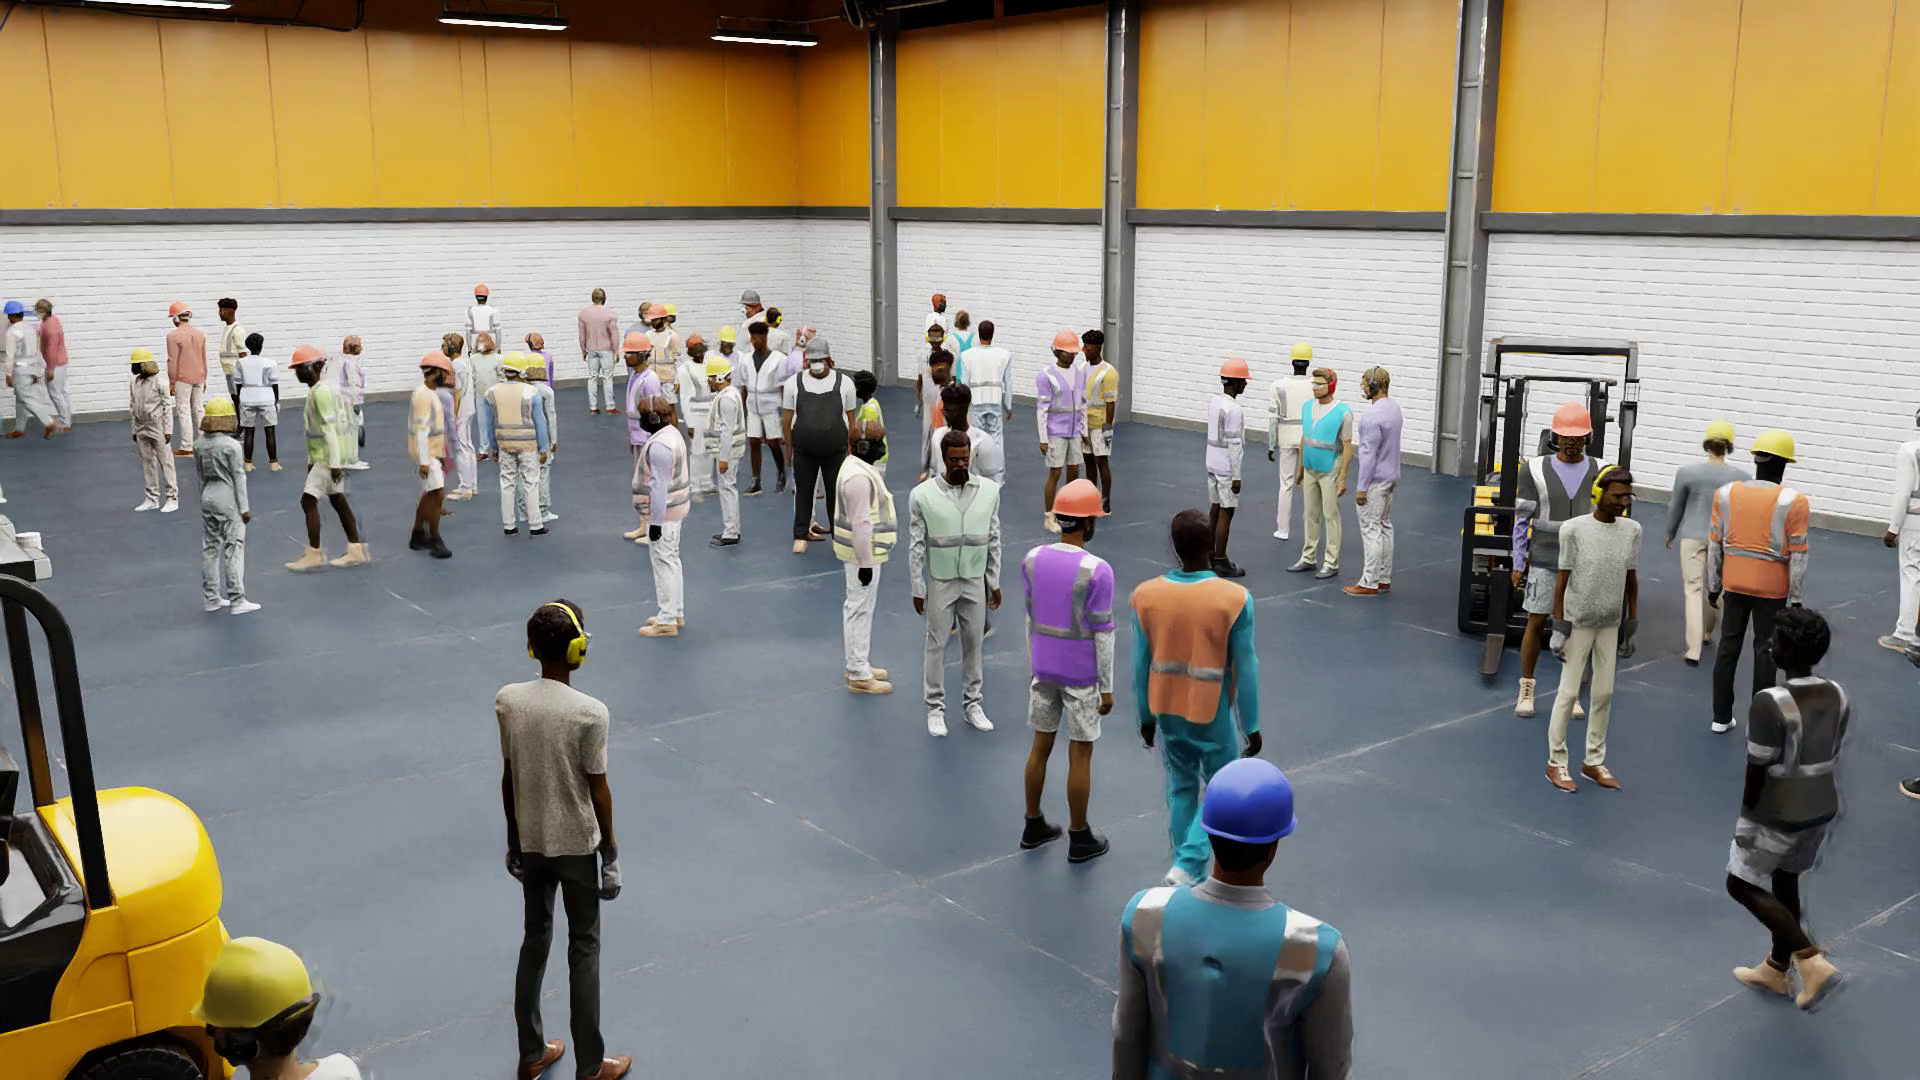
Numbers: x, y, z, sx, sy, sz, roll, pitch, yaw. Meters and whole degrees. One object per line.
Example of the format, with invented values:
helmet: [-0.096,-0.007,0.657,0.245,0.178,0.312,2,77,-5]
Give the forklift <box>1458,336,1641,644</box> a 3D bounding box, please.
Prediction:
forklift: [4.683,-0.471,13.136,1.214,2.155,2.313,4,12,20]

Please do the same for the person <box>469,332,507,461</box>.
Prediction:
person: [-5.917,-1.783,20.878,0.526,1.628,0.278,2,12,11]

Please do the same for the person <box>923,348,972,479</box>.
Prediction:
person: [-0.112,-0.803,15.397,0.467,1.921,0.651,-6,13,-25]

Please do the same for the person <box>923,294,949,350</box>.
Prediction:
person: [-0.332,-2.715,24.723,0.340,1.883,0.586,-7,13,-29]

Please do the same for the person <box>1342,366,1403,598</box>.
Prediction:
person: [3.461,-0.481,13.845,0.385,1.929,0.635,8,14,33]

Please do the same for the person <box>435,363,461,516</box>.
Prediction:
person: [-5.386,-1.035,17.260,0.380,1.605,0.530,-10,15,-39]

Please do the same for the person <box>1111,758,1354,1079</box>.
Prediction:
person: [0.691,1.496,4.236,0.618,1.945,0.394,5,13,25]

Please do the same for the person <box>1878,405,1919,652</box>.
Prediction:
person: [7.038,-0.107,12.131,0.575,1.883,0.356,-2,12,-7]

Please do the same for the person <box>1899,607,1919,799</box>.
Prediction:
person: [5.483,0.489,9.072,0.600,1.958,0.387,0,12,-2]

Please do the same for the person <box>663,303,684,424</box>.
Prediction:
person: [-4.235,-2.564,24.287,0.312,1.768,0.529,3,12,13]

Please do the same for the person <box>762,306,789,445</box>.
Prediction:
person: [-2.504,-2.185,22.248,0.524,1.857,0.337,4,12,18]

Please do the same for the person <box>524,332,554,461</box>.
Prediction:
person: [-5.277,-1.780,20.830,0.313,1.630,0.528,7,14,30]

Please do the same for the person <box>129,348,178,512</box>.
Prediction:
person: [-8.530,-1.155,17.535,0.489,1.743,0.322,4,12,17]

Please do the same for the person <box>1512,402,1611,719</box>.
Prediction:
person: [3.829,0.138,10.563,0.616,2.041,0.380,2,12,9]

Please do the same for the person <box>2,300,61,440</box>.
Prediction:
person: [-12.753,-2.309,22.697,0.852,1.920,0.619,0,12,1]

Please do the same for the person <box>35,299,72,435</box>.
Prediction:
person: [-12.740,-2.443,23.403,0.344,1.912,0.786,-6,13,-28]

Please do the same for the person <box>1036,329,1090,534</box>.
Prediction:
person: [1.036,-1.063,16.407,0.613,2.029,0.409,-9,15,-37]

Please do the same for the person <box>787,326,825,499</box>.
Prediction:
person: [-1.705,-1.415,18.414,0.406,1.902,0.636,-3,12,-12]

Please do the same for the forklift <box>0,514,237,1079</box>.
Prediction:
forklift: [-3.687,1.115,5.480,2.313,2.155,1.214,-9,15,-36]

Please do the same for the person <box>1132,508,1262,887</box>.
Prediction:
person: [1.076,0.807,7.680,0.629,1.898,0.499,8,14,32]

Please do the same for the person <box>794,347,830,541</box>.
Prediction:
person: [-1.430,-0.944,16.155,0.397,1.900,0.649,1,12,4]

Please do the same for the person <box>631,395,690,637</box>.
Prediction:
person: [-2.275,-0.189,12.666,0.429,1.834,0.636,0,12,-2]

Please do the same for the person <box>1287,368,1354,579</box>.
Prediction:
person: [3.185,-0.589,14.547,0.392,1.847,0.563,-8,14,-33]

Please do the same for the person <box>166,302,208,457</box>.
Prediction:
person: [-9.903,-2.056,21.311,0.403,1.982,0.626,4,12,17]

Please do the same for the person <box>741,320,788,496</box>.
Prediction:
person: [-2.168,-1.464,18.509,0.651,1.967,0.445,5,13,23]

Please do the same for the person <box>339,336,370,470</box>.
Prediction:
person: [-7.415,-1.677,20.338,0.318,1.630,0.513,-5,13,-21]

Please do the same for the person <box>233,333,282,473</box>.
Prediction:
person: [-8.460,-1.649,20.061,0.536,1.689,0.322,-1,12,-5]

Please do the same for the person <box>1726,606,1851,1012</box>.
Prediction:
person: [3.403,1.116,6.713,0.538,1.687,0.499,-6,13,-27]

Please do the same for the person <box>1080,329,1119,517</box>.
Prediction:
person: [1.405,-1.220,17.335,0.380,1.958,0.604,-6,13,-28]

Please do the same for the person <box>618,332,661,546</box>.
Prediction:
person: [-3.031,-0.961,15.870,0.392,2.044,0.608,-6,13,-26]

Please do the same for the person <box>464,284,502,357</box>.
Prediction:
person: [-7.533,-3.075,26.332,0.547,1.939,0.376,-1,12,-7]

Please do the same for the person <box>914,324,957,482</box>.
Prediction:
person: [-0.276,-1.588,19.355,0.514,1.861,0.322,3,12,16]
